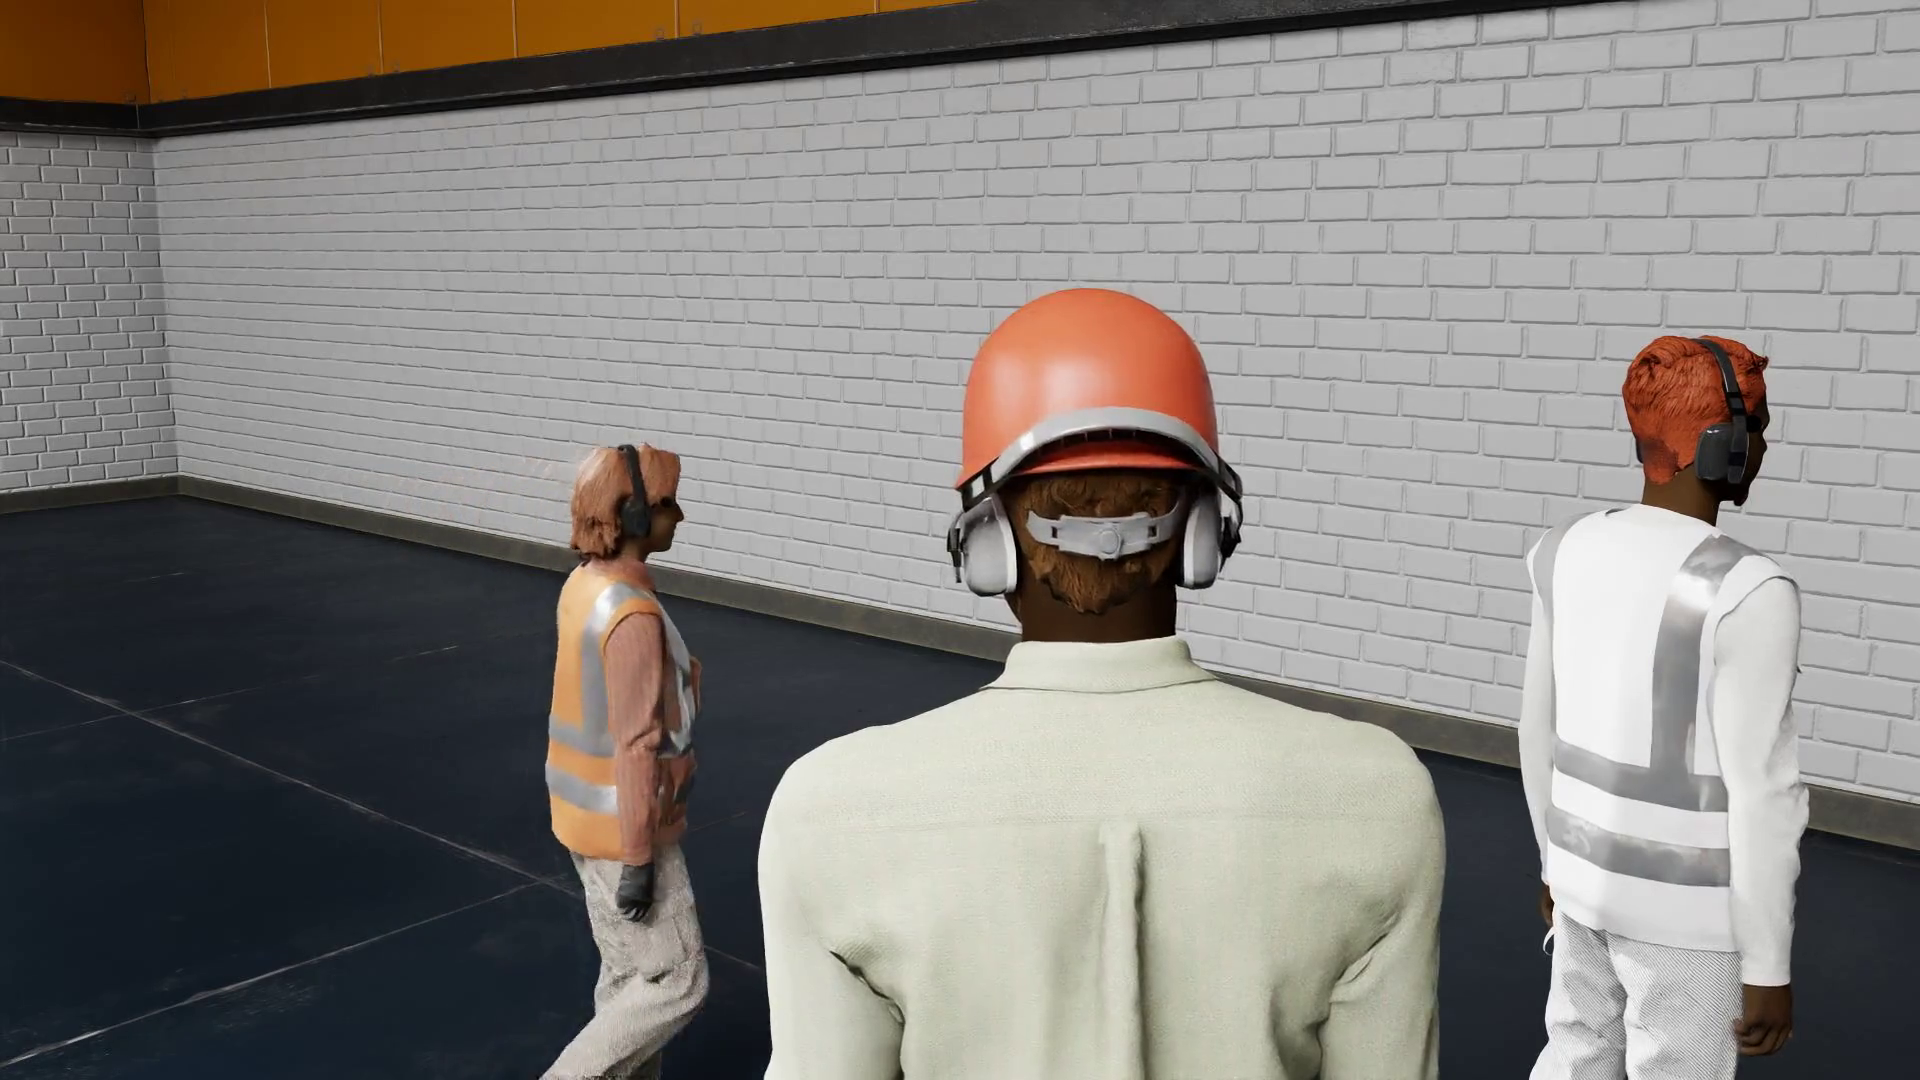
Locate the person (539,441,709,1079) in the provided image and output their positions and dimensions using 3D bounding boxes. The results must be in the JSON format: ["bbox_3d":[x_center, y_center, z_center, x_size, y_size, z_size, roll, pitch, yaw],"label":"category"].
[{"bbox_3d":[-0.749,0.612,3.473,0.436,1.629,0.518,-5,11,-25],"label":"person"}]

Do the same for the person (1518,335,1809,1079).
[{"bbox_3d":[1.165,0.606,2.784,0.355,1.883,0.573,-3,11,-19],"label":"person"}]

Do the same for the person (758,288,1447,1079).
[{"bbox_3d":[0.125,0.770,1.548,0.611,1.987,0.392,-1,10,-4],"label":"person"}]
